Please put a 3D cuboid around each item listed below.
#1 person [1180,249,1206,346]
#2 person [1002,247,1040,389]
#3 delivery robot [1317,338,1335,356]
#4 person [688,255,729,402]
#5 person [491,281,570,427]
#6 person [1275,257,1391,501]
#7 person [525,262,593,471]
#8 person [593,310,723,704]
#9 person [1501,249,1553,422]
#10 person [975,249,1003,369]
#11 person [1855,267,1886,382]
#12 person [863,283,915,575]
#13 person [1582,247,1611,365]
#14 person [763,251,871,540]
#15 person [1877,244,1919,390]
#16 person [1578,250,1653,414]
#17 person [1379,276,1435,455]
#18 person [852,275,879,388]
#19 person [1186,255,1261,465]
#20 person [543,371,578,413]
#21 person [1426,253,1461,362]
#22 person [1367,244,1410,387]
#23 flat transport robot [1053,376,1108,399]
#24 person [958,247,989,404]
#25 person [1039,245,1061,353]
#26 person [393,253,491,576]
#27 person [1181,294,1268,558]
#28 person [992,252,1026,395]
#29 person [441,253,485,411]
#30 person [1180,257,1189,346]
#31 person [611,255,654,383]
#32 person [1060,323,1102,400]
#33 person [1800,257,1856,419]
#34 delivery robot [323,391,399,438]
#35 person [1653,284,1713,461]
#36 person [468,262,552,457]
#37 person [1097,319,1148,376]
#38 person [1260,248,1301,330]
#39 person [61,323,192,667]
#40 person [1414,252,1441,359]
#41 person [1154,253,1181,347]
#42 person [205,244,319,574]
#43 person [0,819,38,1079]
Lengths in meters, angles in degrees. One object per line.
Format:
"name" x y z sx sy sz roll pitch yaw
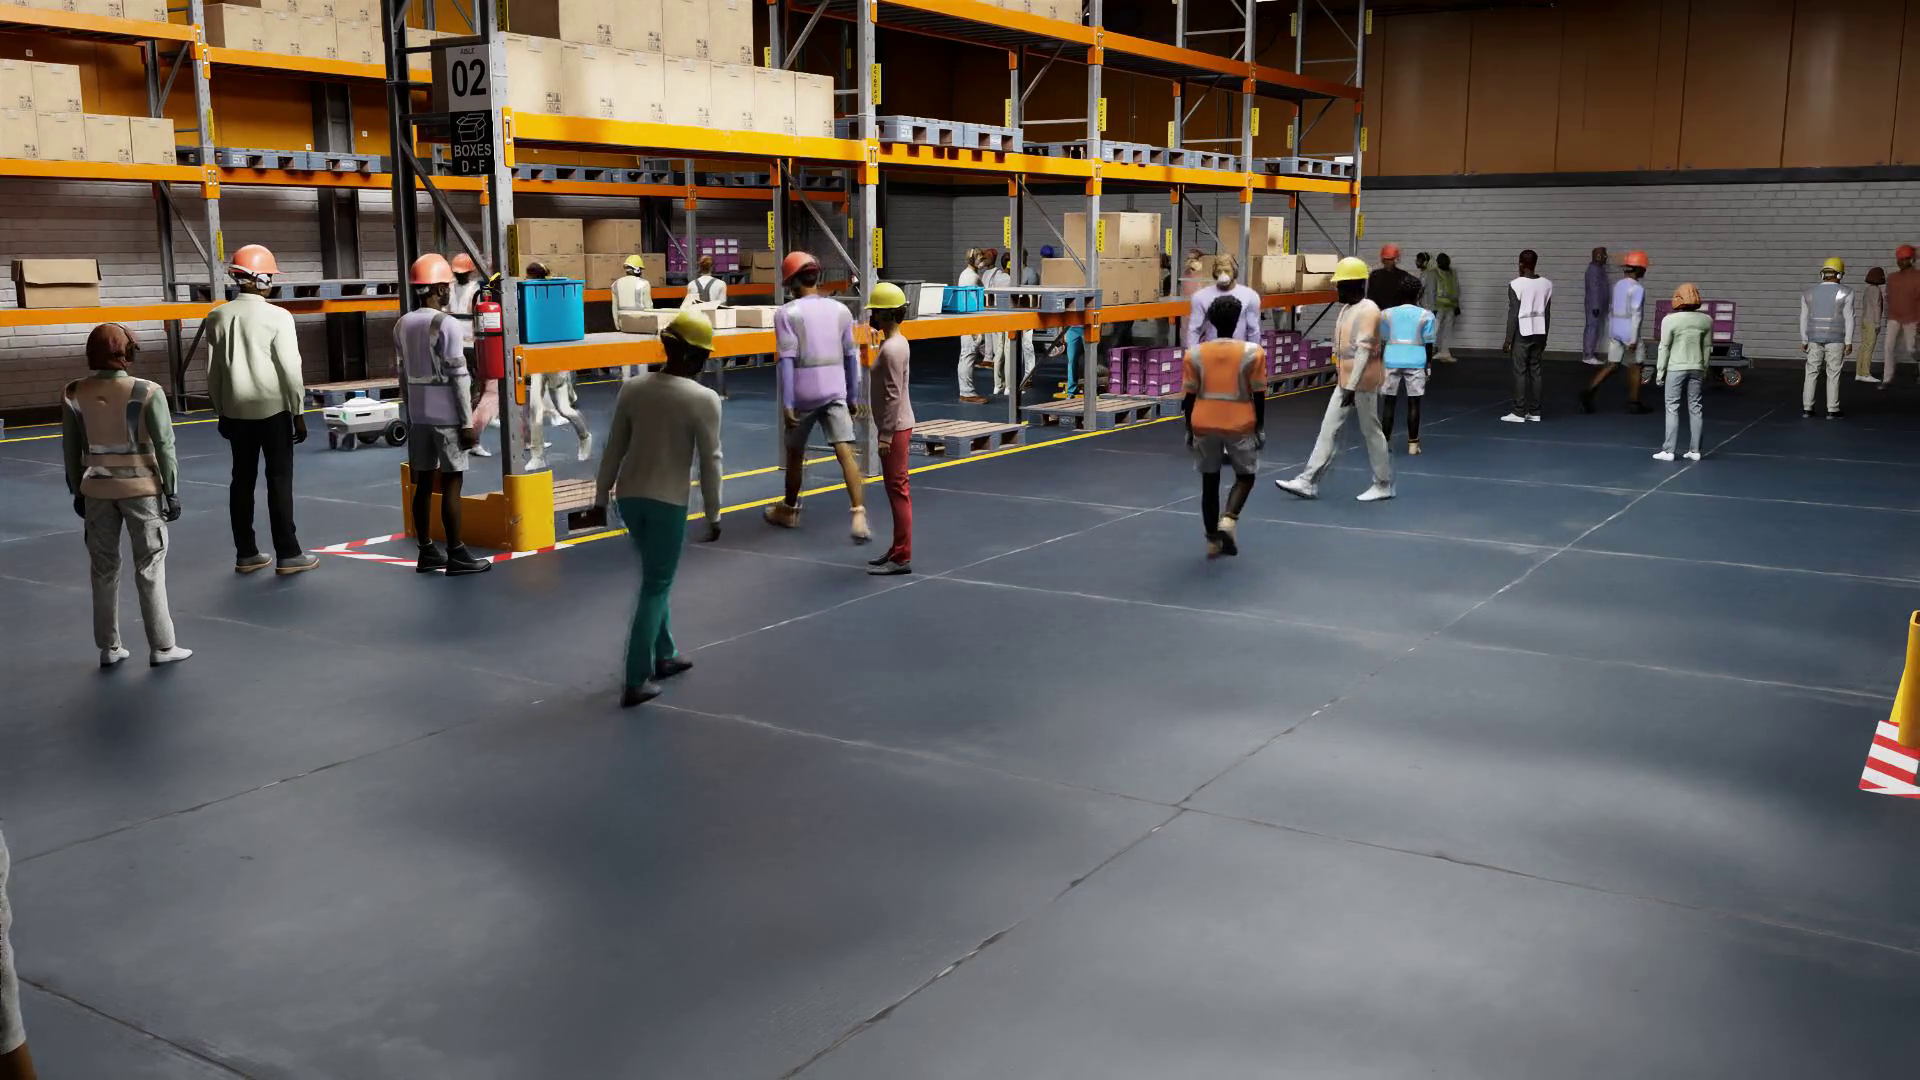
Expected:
"person" 3.441 -3.288 24.253 0.662 1.893 0.488 6 12 32
"person" 0.822 -3.034 22.730 0.372 1.939 0.631 -8 13 -37
"delivery robot" 5.519 -2.795 24.977 0.707 0.478 0.477 -7 12 -34
"person" -3.123 -2.639 20.822 0.522 1.839 0.363 2 10 11
"person" -4.690 -2.001 17.983 0.872 1.587 0.512 0 10 1
"person" 2.949 -1.217 12.801 0.960 1.877 0.615 -2 10 -13
"person" -3.632 -1.561 14.861 0.512 1.841 0.835 3 11 19
"person" -1.320 -0.162 7.444 0.549 1.699 0.791 5 11 27
"person" 6.329 -2.269 18.546 0.597 1.915 0.370 -5 11 -24
"person" 0.484 -3.640 26.234 0.355 1.884 0.573 -5 12 -27
"person" 13.083 -3.086 23.853 0.280 1.636 0.500 2 10 9
"person" -0.428 -0.670 10.104 0.309 1.769 0.523 0 10 0
"person" 10.405 -3.826 27.193 0.408 1.913 0.638 3 11 17
"person" -0.958 -0.990 11.378 0.679 1.962 1.133 -6 12 -32
"person" 12.833 -3.009 22.508 0.813 1.969 0.629 -6 12 -30
"person" 7.659 -2.395 19.269 0.850 1.916 0.547 -3 11 -15
"person" 4.205 -1.641 15.700 0.530 1.688 0.324 4 11 21
"person" -1.250 -3.008 22.731 0.355 1.886 0.572 -8 13 -37
"person" 2.390 -1.643 15.180 0.658 1.881 1.029 3 11 15
"person" -4.835 -2.330 19.766 0.546 1.586 0.848 1 10 6
"person" 8.005 -3.834 27.531 0.684 1.814 0.434 -6 12 -29
"person" 5.930 -3.104 23.037 0.625 1.972 0.598 7 12 33
"flat transport robot" 1.815 -1.951 21.344 0.652 0.197 1.431 6 12 30
"person" 0.147 -2.652 20.617 0.378 1.937 0.629 -1 10 -6
"person" 1.599 -4.294 29.721 0.469 1.931 0.634 6 12 31
"person" -3.144 -0.749 10.057 0.545 1.942 0.349 6 12 30
"person" 1.650 -0.698 10.452 0.548 1.686 0.447 4 11 21
"person" 0.623 -2.830 21.808 0.328 1.865 0.521 -7 12 -34
"person" -5.795 -2.405 19.461 0.635 1.869 0.972 4 11 21
"person" 3.617 -3.482 25.575 0.603 1.810 0.725 7 12 33
"person" -4.312 -2.853 22.046 0.592 1.822 0.404 4 11 21
"person" 1.505 -2.597 20.594 0.561 1.836 0.379 3 11 16
"person" 9.855 -2.285 18.886 0.404 1.828 0.587 -9 13 -40
"delivery robot" -5.823 -1.208 16.184 0.477 0.478 0.707 6 12 30
"person" 6.664 -1.541 15.329 0.498 1.626 0.289 -1 10 -7
"person" -4.344 -1.720 15.705 1.003 1.859 0.658 -9 14 -41
"person" 2.417 -3.487 24.950 1.072 2.000 0.684 -7 12 -32
"person" 5.024 -3.669 26.374 0.865 1.883 0.626 -9 14 -42
"person" -3.962 -0.205 7.887 0.525 1.636 0.307 0 10 1
"person" 7.908 -3.987 28.385 0.954 1.807 0.503 1 10 4
"person" 3.260 -3.536 25.815 0.578 1.820 0.641 -3 11 -16
"person" -4.252 -0.789 10.126 0.623 1.992 0.397 3 11 14
"person" -1.563 0.643 2.342 0.543 1.942 0.350 1 10 8
